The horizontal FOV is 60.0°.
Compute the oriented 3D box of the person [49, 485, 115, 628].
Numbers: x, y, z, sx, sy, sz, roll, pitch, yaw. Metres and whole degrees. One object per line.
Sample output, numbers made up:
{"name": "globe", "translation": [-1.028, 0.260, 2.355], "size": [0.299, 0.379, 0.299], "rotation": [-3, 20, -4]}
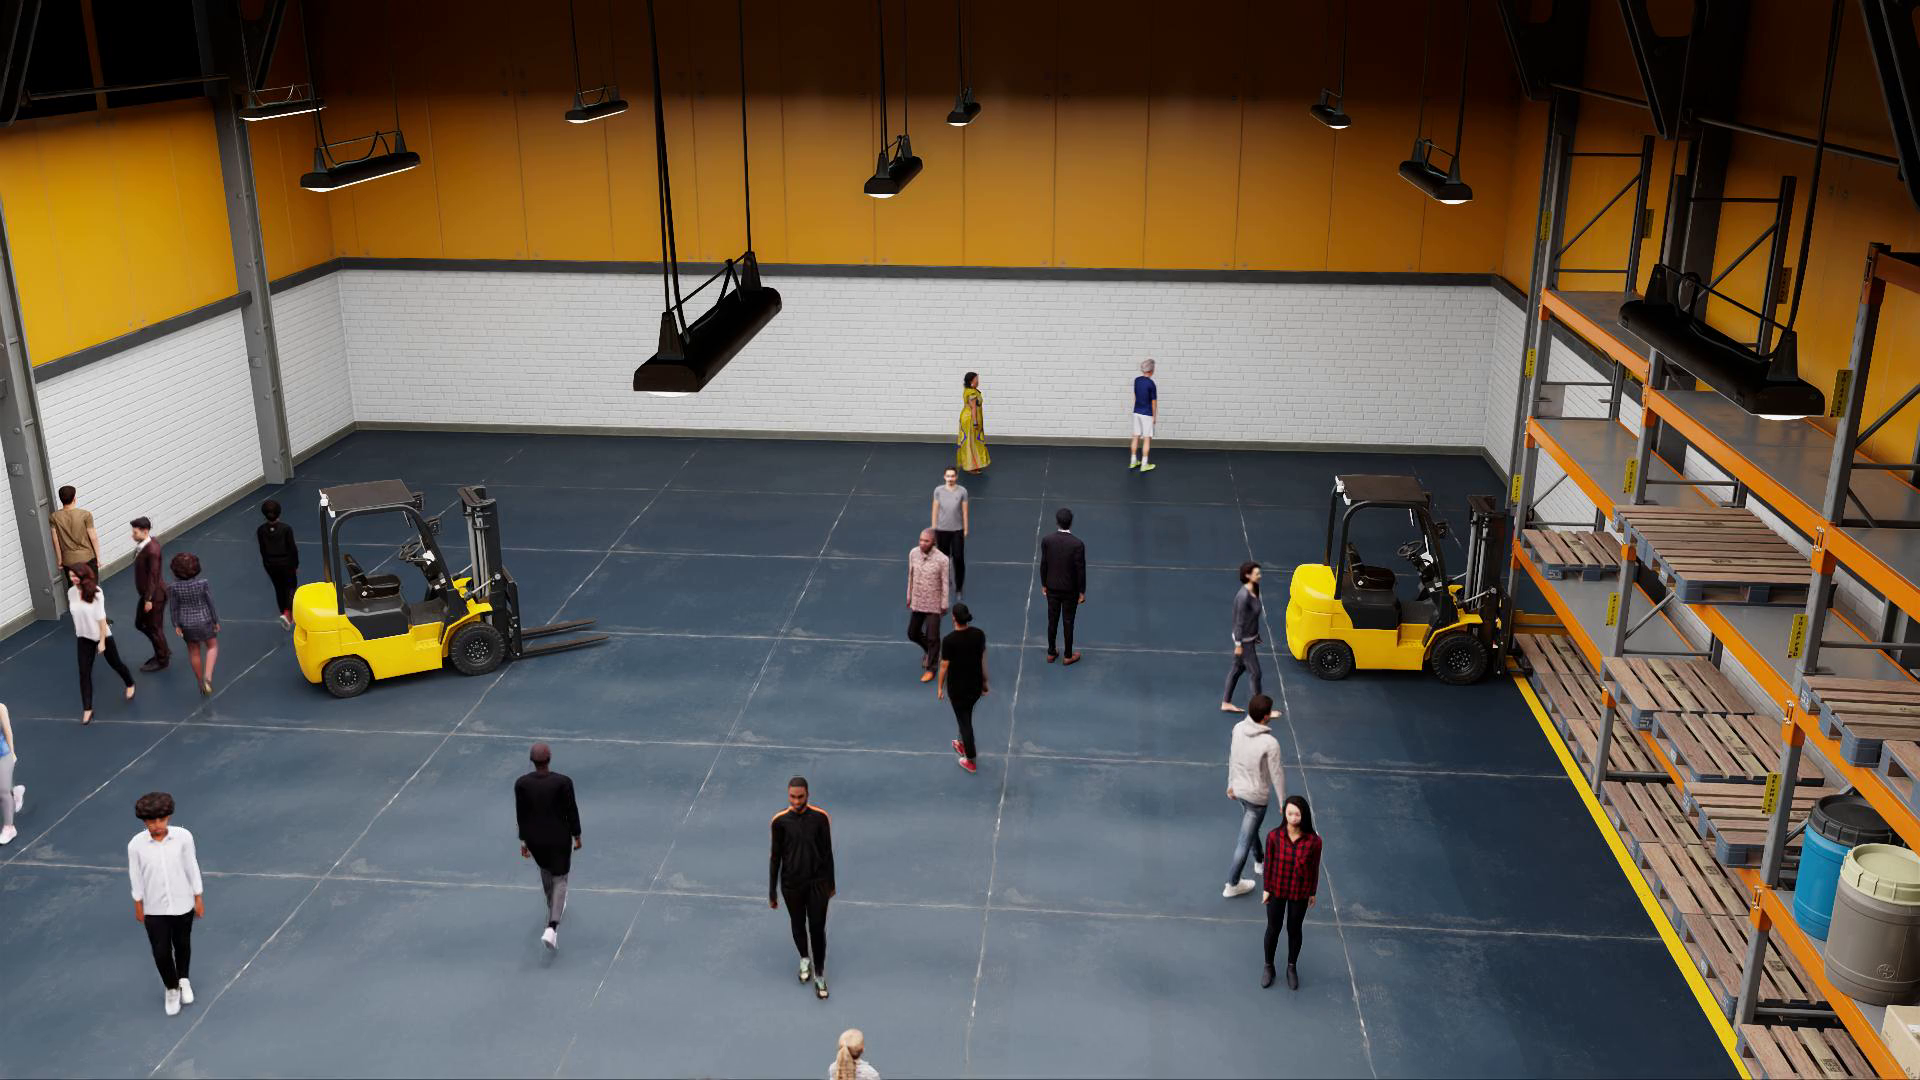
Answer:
{"name": "person", "translation": [-10.760, 0.226, 20.290], "size": [0.717, 1.851, 0.659], "rotation": [-3, 19, -10]}

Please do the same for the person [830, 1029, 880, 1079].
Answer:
{"name": "person", "translation": [-0.682, 3.749, 10.742], "size": [0.609, 1.268, 0.719], "rotation": [7, 20, 20]}

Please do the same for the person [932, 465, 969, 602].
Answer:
{"name": "person", "translation": [-0.124, -0.147, 21.581], "size": [0.621, 1.734, 0.892], "rotation": [3, 19, 8]}

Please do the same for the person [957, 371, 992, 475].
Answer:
{"name": "person", "translation": [0.184, -1.926, 26.979], "size": [0.995, 1.661, 0.825], "rotation": [-3, 19, -9]}

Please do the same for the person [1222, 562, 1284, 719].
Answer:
{"name": "person", "translation": [2.994, 1.070, 17.947], "size": [0.815, 1.747, 0.909], "rotation": [6, 19, 16]}

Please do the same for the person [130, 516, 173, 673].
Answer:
{"name": "person", "translation": [-9.251, 0.606, 19.155], "size": [0.903, 1.855, 0.831], "rotation": [-10, 21, -27]}

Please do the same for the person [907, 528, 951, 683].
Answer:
{"name": "person", "translation": [-0.331, 0.694, 18.992], "size": [0.878, 1.794, 0.946], "rotation": [11, 22, 30]}

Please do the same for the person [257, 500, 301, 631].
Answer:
{"name": "person", "translation": [-8.289, 0.345, 20.240], "size": [0.702, 1.658, 0.914], "rotation": [-2, 19, -6]}

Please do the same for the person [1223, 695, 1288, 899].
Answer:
{"name": "person", "translation": [2.451, 2.230, 14.381], "size": [1.121, 1.826, 1.097], "rotation": [-13, 22, -33]}

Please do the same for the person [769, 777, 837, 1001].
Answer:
{"name": "person", "translation": [-1.236, 2.658, 13.165], "size": [0.754, 1.791, 0.890], "rotation": [-1, 19, -4]}

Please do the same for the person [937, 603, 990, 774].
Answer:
{"name": "person", "translation": [0.093, 1.501, 16.686], "size": [0.913, 1.736, 1.017], "rotation": [-10, 21, -27]}

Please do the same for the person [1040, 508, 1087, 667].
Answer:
{"name": "person", "translation": [1.185, 0.529, 19.343], "size": [0.765, 1.883, 0.684], "rotation": [8, 20, 23]}

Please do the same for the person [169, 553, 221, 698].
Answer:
{"name": "person", "translation": [-8.419, 0.977, 18.319], "size": [0.741, 1.687, 0.773], "rotation": [-5, 19, -15]}

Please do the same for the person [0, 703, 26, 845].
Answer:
{"name": "person", "translation": [-8.941, 1.992, 15.447], "size": [0.628, 1.595, 0.908], "rotation": [-1, 19, -3]}

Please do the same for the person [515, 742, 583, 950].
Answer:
{"name": "person", "translation": [-3.398, 2.518, 13.670], "size": [0.724, 1.733, 1.145], "rotation": [0, 19, 0]}

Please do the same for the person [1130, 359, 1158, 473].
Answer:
{"name": "person", "translation": [2.995, -2.046, 27.064], "size": [0.760, 1.835, 0.709], "rotation": [-16, 25, -40]}

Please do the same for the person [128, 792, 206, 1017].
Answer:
{"name": "person", "translation": [-6.149, 2.751, 12.883], "size": [0.786, 1.794, 0.832], "rotation": [-10, 21, -28]}

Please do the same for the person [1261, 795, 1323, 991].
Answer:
{"name": "person", "translation": [2.583, 2.753, 13.091], "size": [0.601, 1.658, 0.530], "rotation": [3, 19, 10]}

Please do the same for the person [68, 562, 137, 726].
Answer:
{"name": "person", "translation": [-9.259, 1.059, 17.974], "size": [0.602, 1.750, 1.096], "rotation": [1, 19, 4]}
